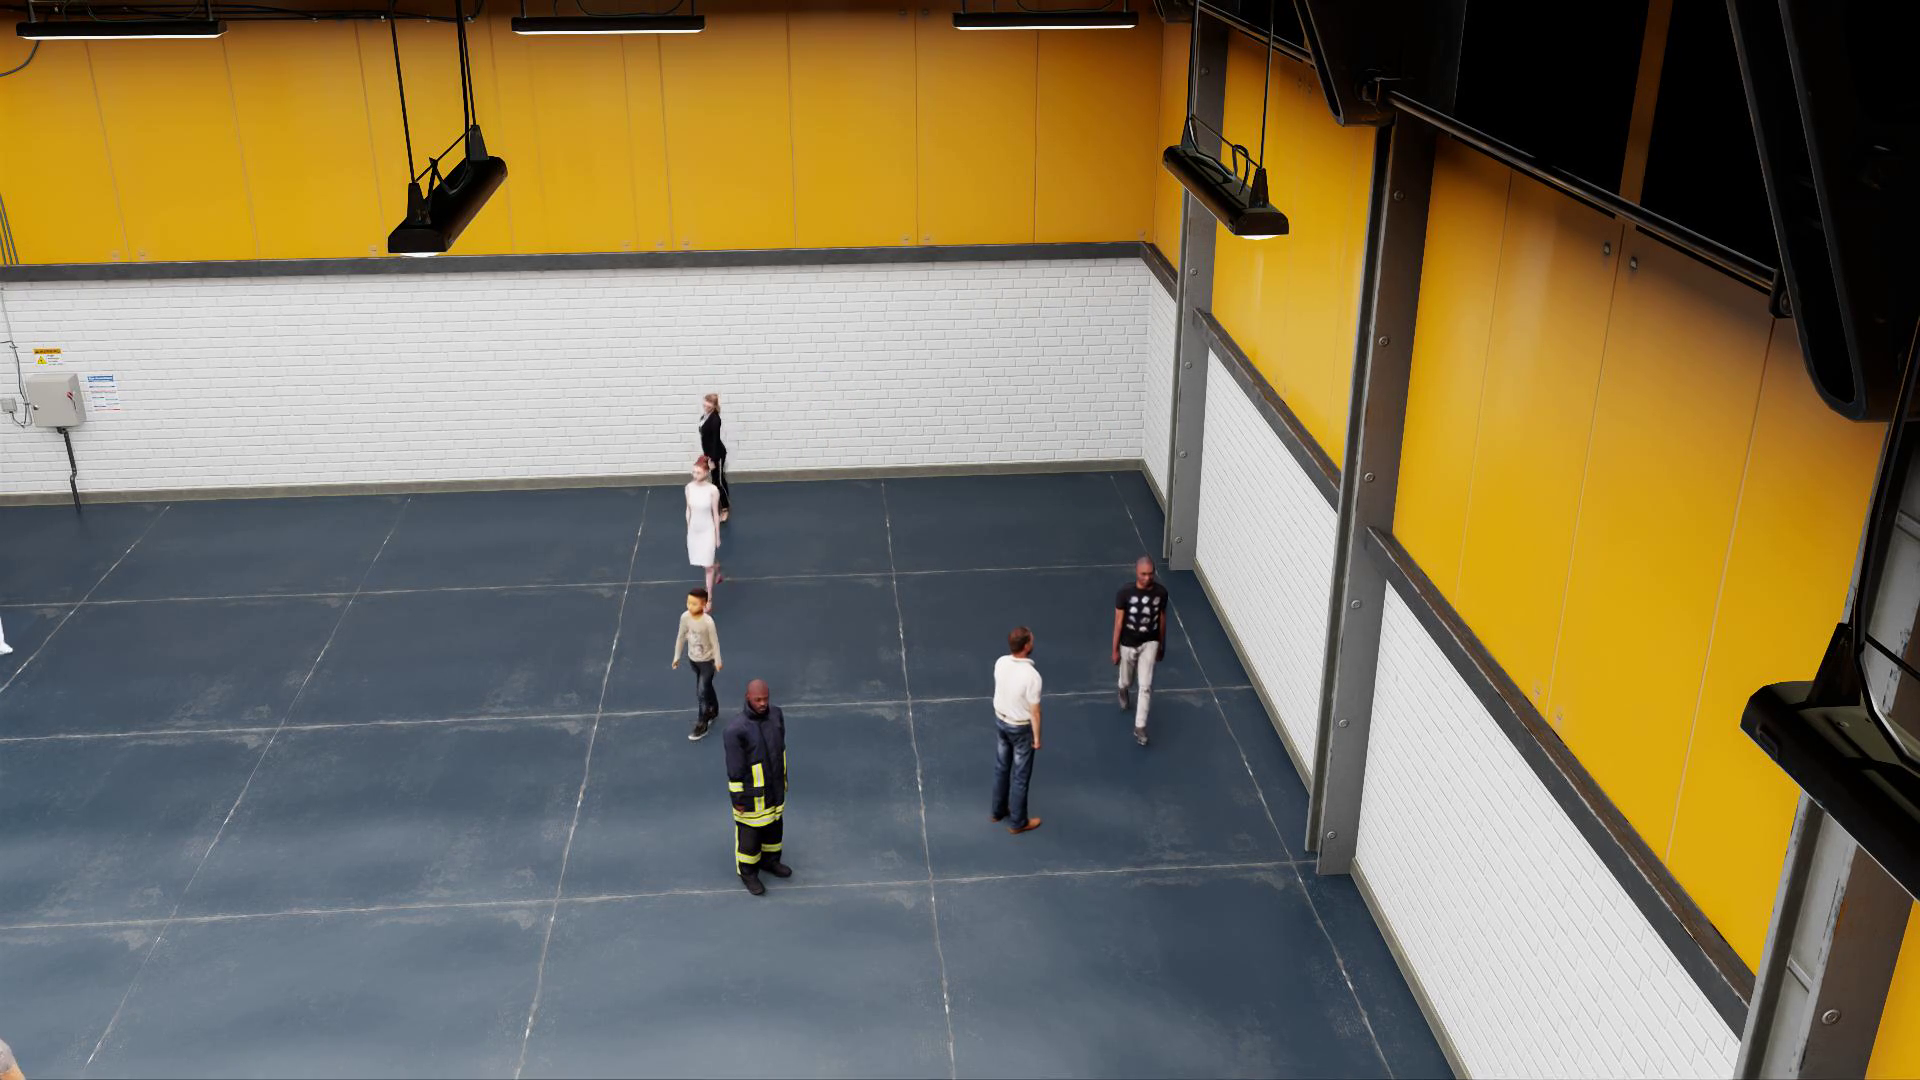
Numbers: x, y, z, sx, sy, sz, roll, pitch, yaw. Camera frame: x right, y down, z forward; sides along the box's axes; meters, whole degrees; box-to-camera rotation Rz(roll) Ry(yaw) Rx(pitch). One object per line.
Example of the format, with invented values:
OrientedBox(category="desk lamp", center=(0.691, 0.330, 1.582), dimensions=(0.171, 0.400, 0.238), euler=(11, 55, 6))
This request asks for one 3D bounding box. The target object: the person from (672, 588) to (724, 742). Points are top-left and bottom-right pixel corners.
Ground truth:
OrientedBox(category="person", center=(-2.362, 1.090, 15.576), dimensions=(0.799, 1.448, 0.881), euler=(16, 28, 32))

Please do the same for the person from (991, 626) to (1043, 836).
OrientedBox(category="person", center=(0.452, 1.578, 13.957), dimensions=(0.799, 1.851, 0.699), euler=(-19, 30, -36))

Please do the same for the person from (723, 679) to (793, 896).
OrientedBox(category="person", center=(-1.611, 1.912, 13.229), dimensions=(0.912, 1.822, 0.860), euler=(20, 31, 38))

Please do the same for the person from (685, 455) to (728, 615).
OrientedBox(category="person", center=(-2.691, -0.078, 17.829), dimensions=(0.759, 1.784, 0.901), euler=(8, 25, 18))

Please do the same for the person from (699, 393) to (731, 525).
OrientedBox(category="person", center=(-2.929, -1.033, 20.142), dimensions=(0.832, 1.682, 0.578), euler=(-2, 24, -5))

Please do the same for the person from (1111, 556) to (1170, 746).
OrientedBox(category="person", center=(1.657, 0.955, 15.470), dimensions=(0.699, 1.781, 1.064), euler=(-1, 24, -3))
